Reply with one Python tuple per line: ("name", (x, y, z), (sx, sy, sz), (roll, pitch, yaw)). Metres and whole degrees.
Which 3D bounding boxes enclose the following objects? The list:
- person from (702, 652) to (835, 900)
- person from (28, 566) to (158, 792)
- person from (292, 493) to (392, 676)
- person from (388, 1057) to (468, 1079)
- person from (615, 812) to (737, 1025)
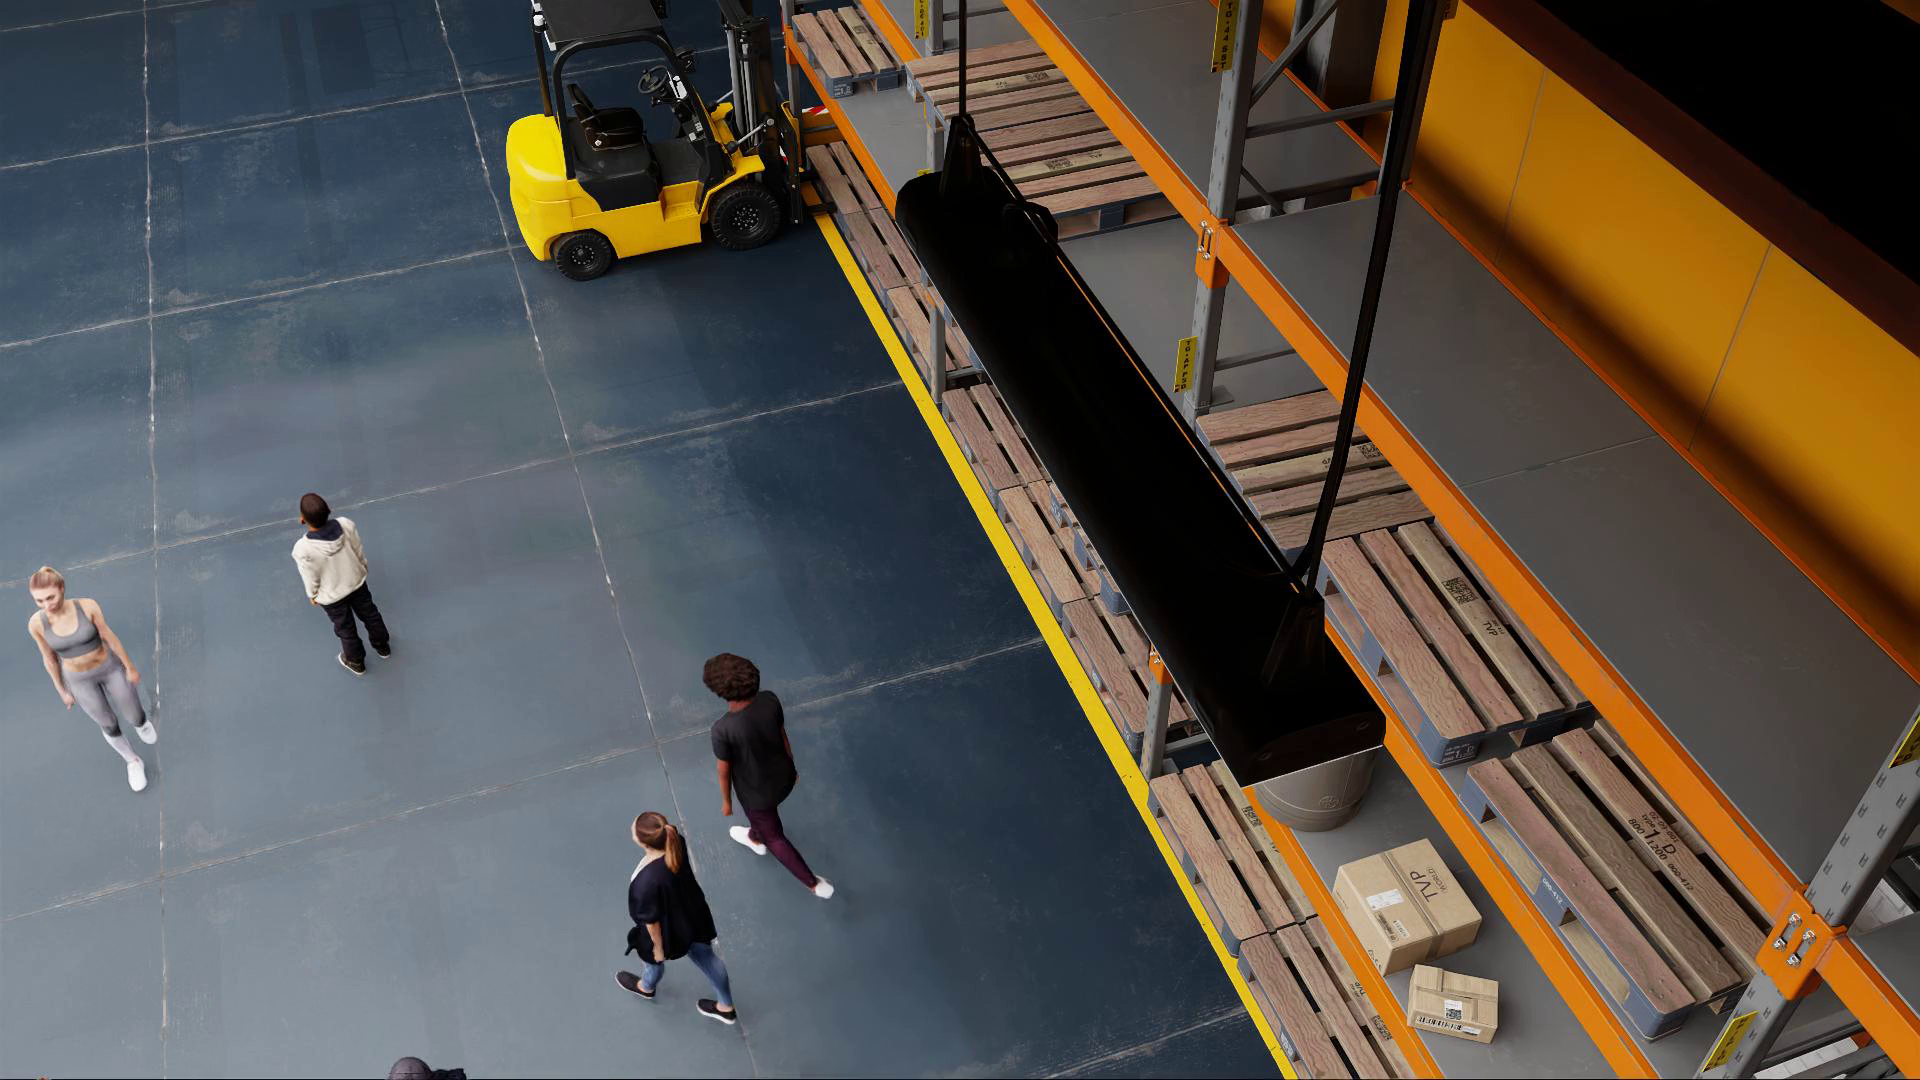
("person", (-1.036, 1.376, 9.320), (1.210, 1.729, 1.039), (28, 50, 26))
("person", (-5.190, 0.772, 9.980), (0.636, 1.693, 0.772), (-20, 47, -20))
("person", (-3.974, 0.276, 10.673), (0.659, 1.454, 0.660), (33, 53, 30))
("person", (-2.331, 2.945, 7.722), (0.734, 1.662, 0.821), (-20, 47, -20))
("person", (-1.415, 2.030, 8.686), (1.056, 1.655, 0.997), (18, 46, 18))
